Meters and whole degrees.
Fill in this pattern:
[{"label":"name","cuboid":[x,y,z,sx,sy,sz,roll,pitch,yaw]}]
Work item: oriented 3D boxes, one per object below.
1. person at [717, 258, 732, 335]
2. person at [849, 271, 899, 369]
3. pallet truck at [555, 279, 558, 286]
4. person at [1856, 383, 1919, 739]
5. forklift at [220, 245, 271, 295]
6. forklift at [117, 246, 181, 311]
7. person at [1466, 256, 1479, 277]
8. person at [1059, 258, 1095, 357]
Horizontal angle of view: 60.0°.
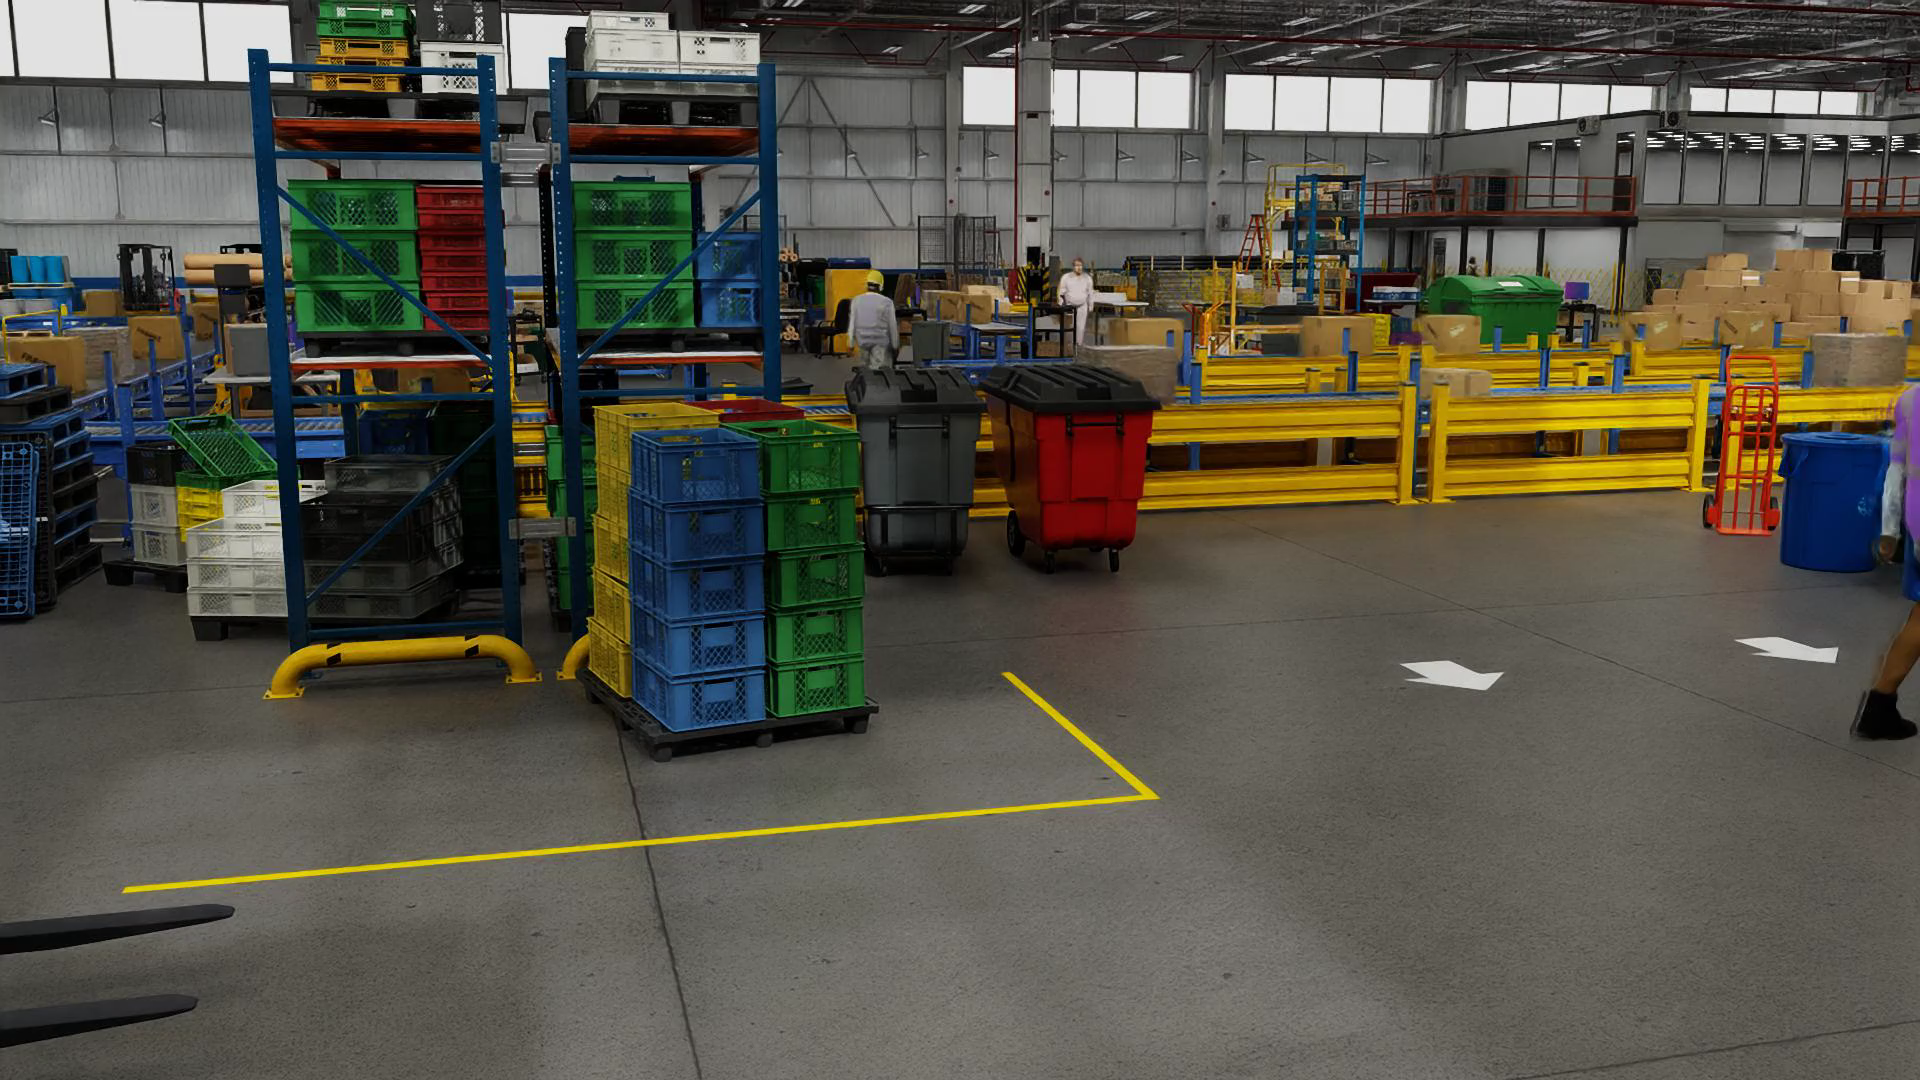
[{"label":"person","cuboid":[-4.230,-4.343,30.987,0.662,2.018,0.471,3,10,17]},{"label":"person","cuboid":[-1.058,-2.536,21.357,0.626,1.796,0.836,4,11,19]},{"label":"pallet truck","cuboid":[-10.604,-6.375,44.520,0.653,1.274,1.630,-3,10,-15]},{"label":"person","cuboid":[4.331,-0.078,7.239,1.012,1.886,0.552,-3,10,-16]},{"label":"forklift","cuboid":[-17.749,-6.334,41.440,1.157,1.987,2.680,-3,10,-17]},{"label":"forklift","cuboid":[-19.966,-6.232,40.894,1.157,1.987,2.680,-3,10,-15]},{"label":"person","cuboid":[16.443,-8.222,53.503,0.526,1.825,0.641,-1,10,-7]},{"label":"person","cuboid":[2.256,-4.445,31.913,0.679,1.887,0.540,-1,10,-7]}]
